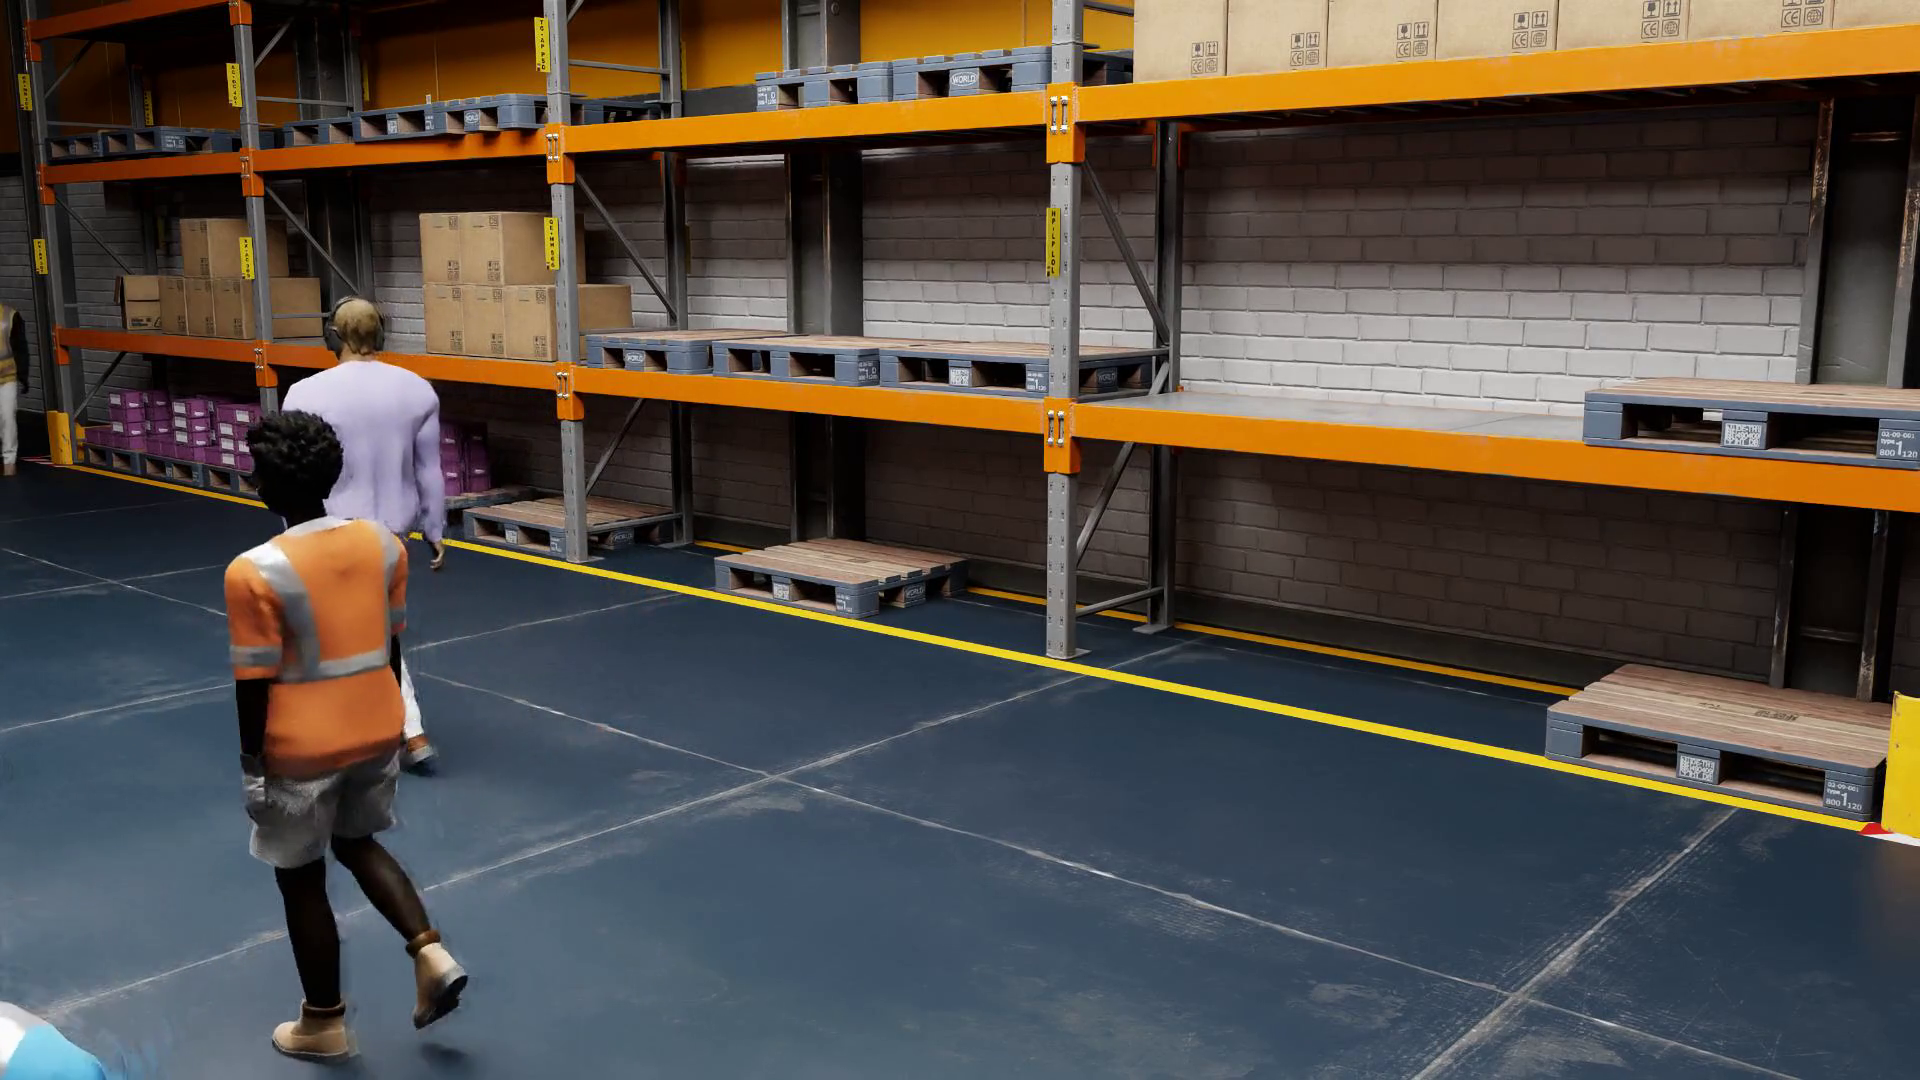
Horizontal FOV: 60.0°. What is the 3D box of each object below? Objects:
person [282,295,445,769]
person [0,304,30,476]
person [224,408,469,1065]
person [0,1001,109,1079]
[{"bbox_3d":[-2.404,-0.042,6.756,0.997,1.895,0.642,10,14,43],"label":"person"},{"bbox_3d":[-8.702,-1.439,14.935,0.651,1.802,0.839,-4,11,-24],"label":"person"},{"bbox_3d":[-1.556,0.511,4.166,0.442,1.681,0.547,5,11,28],"label":"person"},{"bbox_3d":[-1.034,0.971,1.573,0.545,1.687,0.361,-1,10,-5],"label":"person"}]
